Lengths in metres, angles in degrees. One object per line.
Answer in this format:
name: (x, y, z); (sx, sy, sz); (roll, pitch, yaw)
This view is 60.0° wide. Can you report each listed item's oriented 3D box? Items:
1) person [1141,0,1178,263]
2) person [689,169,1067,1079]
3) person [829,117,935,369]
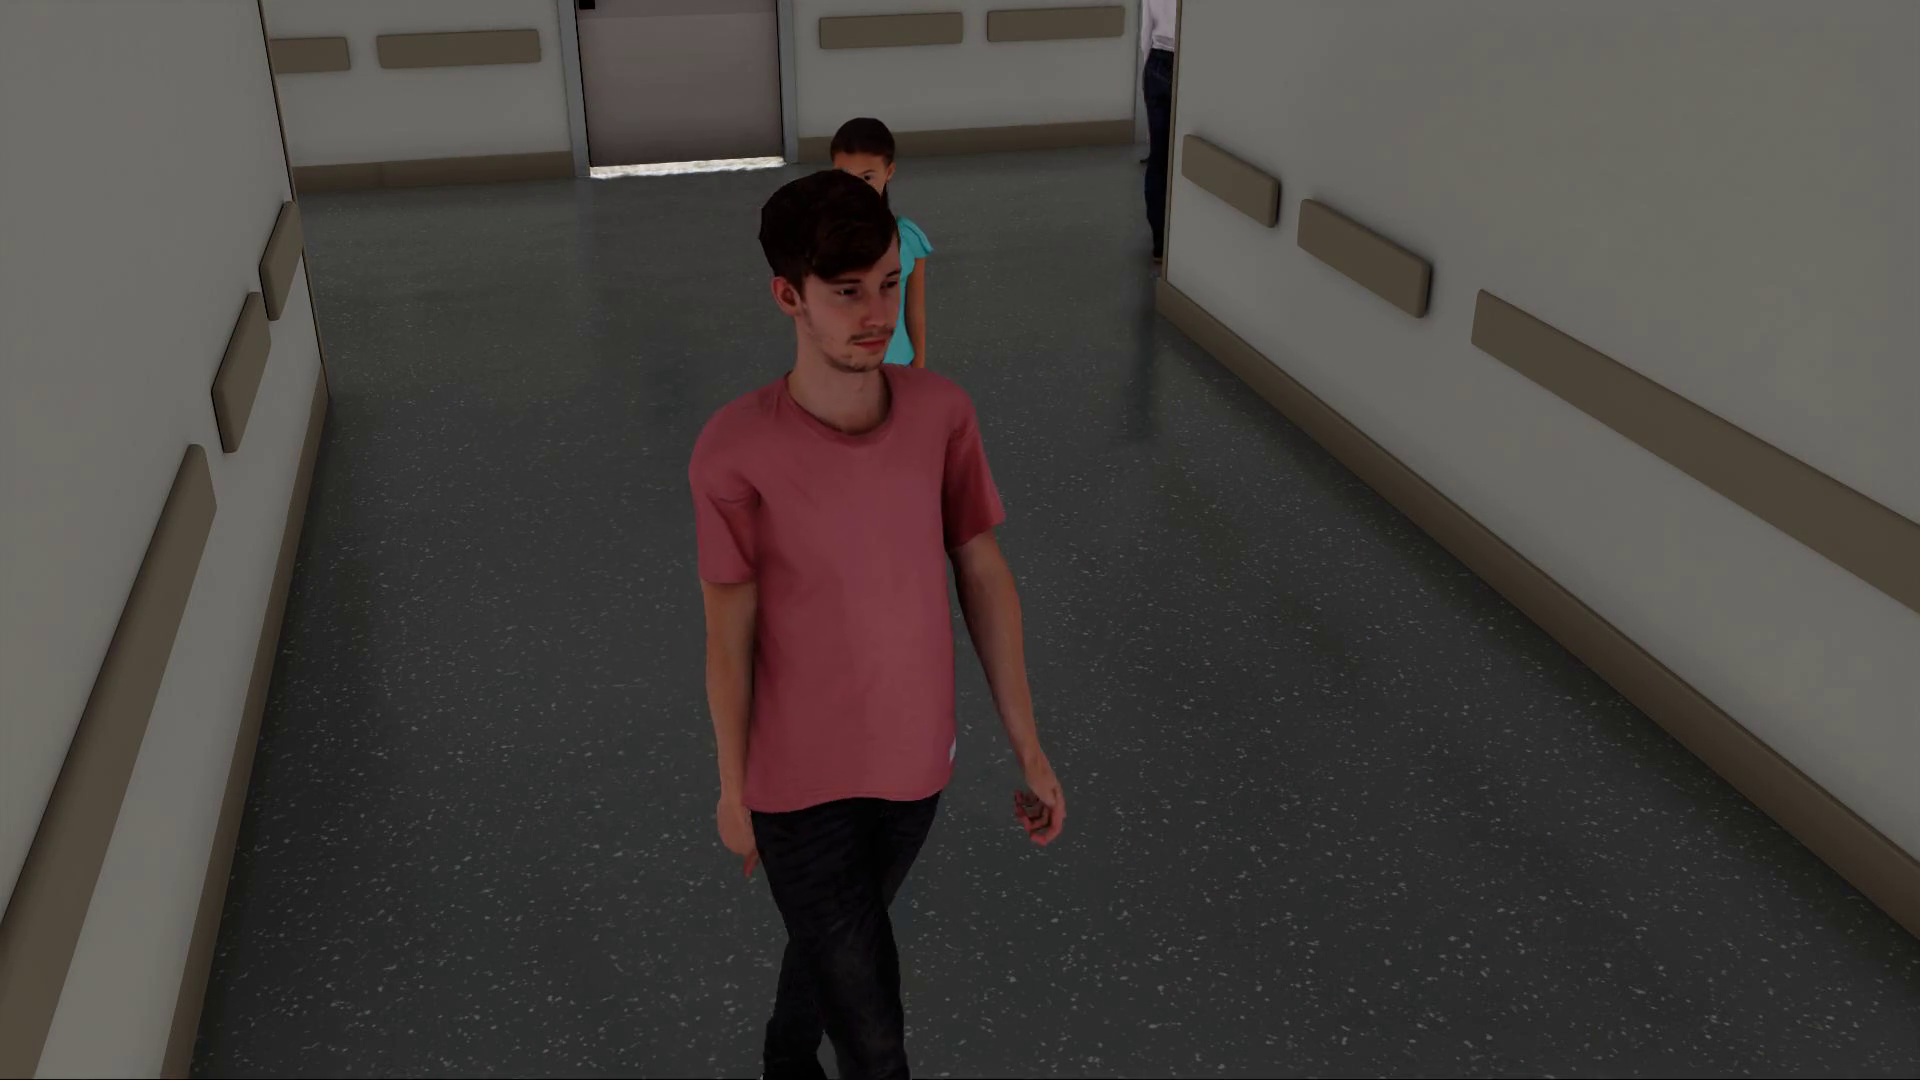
person: (1.058, -2.300, 8.344); (0.771, 1.860, 0.817); (19, 32, 34)
person: (-0.230, 0.349, 2.788); (1.194, 1.913, 1.012); (-19, 32, -34)
person: (-0.277, -0.454, 4.863); (0.584, 1.558, 0.683); (2, 26, 5)
